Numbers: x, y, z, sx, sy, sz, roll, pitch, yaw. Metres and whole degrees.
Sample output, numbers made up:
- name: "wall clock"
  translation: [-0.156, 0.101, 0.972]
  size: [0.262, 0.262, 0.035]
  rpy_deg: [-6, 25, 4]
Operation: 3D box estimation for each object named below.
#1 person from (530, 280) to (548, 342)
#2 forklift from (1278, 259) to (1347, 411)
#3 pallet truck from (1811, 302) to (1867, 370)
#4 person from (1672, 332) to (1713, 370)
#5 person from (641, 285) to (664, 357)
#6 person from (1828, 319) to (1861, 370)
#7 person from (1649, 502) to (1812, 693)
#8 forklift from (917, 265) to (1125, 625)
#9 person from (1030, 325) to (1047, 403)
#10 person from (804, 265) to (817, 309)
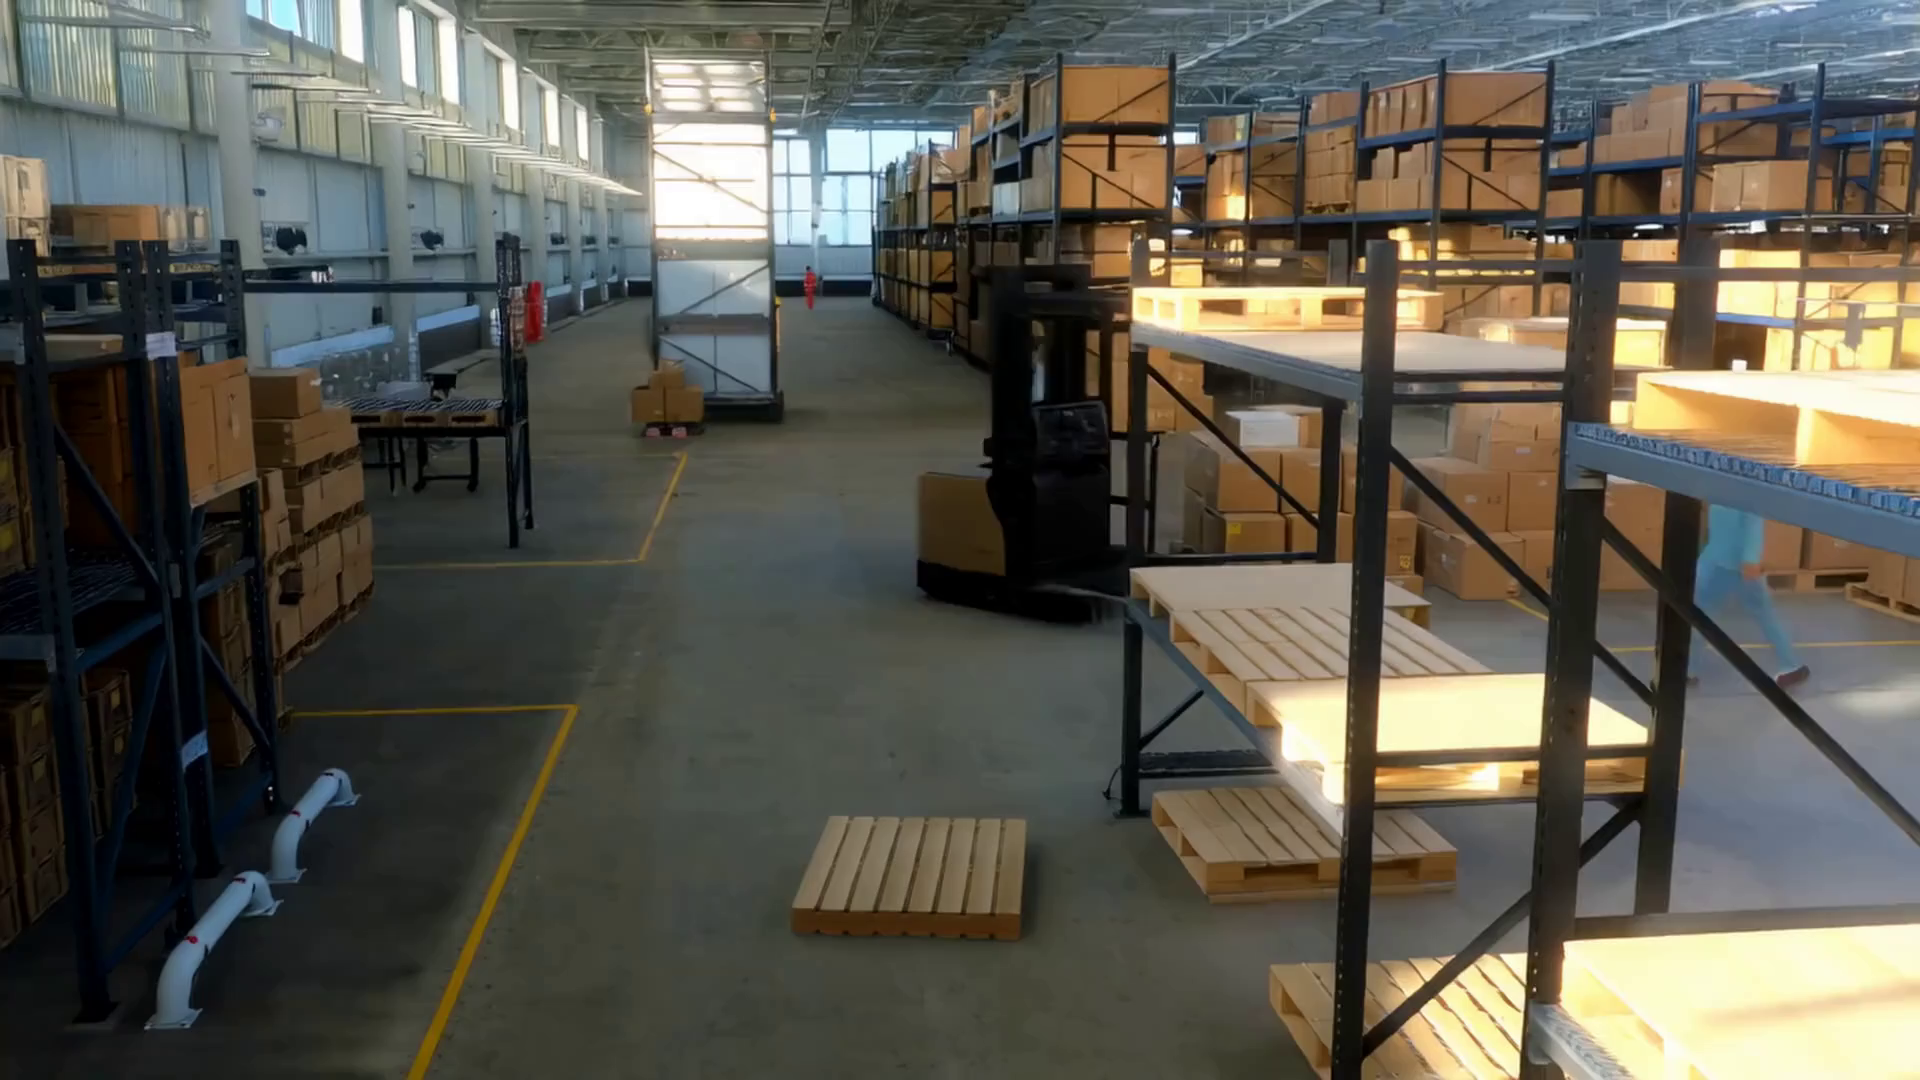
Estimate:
- name: "person"
  translation: [-12.582, -6.841, 49.747]
  size: [0.561, 1.836, 0.393]
  rpy_deg: [3, 11, 16]
- name: "forklift"
  translation: [5.522, -3.169, 26.492]
  size: [1.129, 2.768, 1.873]
  rpy_deg: [8, 13, 38]
- name: "pallet truck"
  translation: [15.846, -3.142, 28.793]
  size: [1.885, 1.965, 0.823]
  rpy_deg: [2, 10, 12]
- name: "person"
  translation: [11.502, -2.654, 26.160]
  size: [0.421, 1.982, 0.624]
  rpy_deg: [-8, 13, -39]
- name: "person"
  translation: [-7.924, -5.661, 43.016]
  size: [0.666, 1.895, 0.427]
  rpy_deg: [6, 12, 30]
- name: "person"
  translation: [12.582, -2.186, 23.712]
  size: [0.591, 1.919, 0.392]
  rpy_deg: [-6, 12, -30]
- name: "person"
  translation: [5.239, 0.105, 11.109]
  size: [0.966, 1.907, 0.632]
  rpy_deg: [1, 10, 3]
- name: "forklift"
  translation: [0.629, -0.872, 13.765]
  size: [1.873, 2.768, 1.129]
  rpy_deg: [9, 14, 42]
- name: "person"
  translation: [0.932, -1.871, 21.955]
  size: [0.474, 1.922, 0.552]
  rpy_deg: [5, 12, 28]
- name: "person"
  translation: [-6.612, -11.174, 73.488]
  size: [0.556, 1.918, 0.637]
  rpy_deg: [-3, 11, -17]
